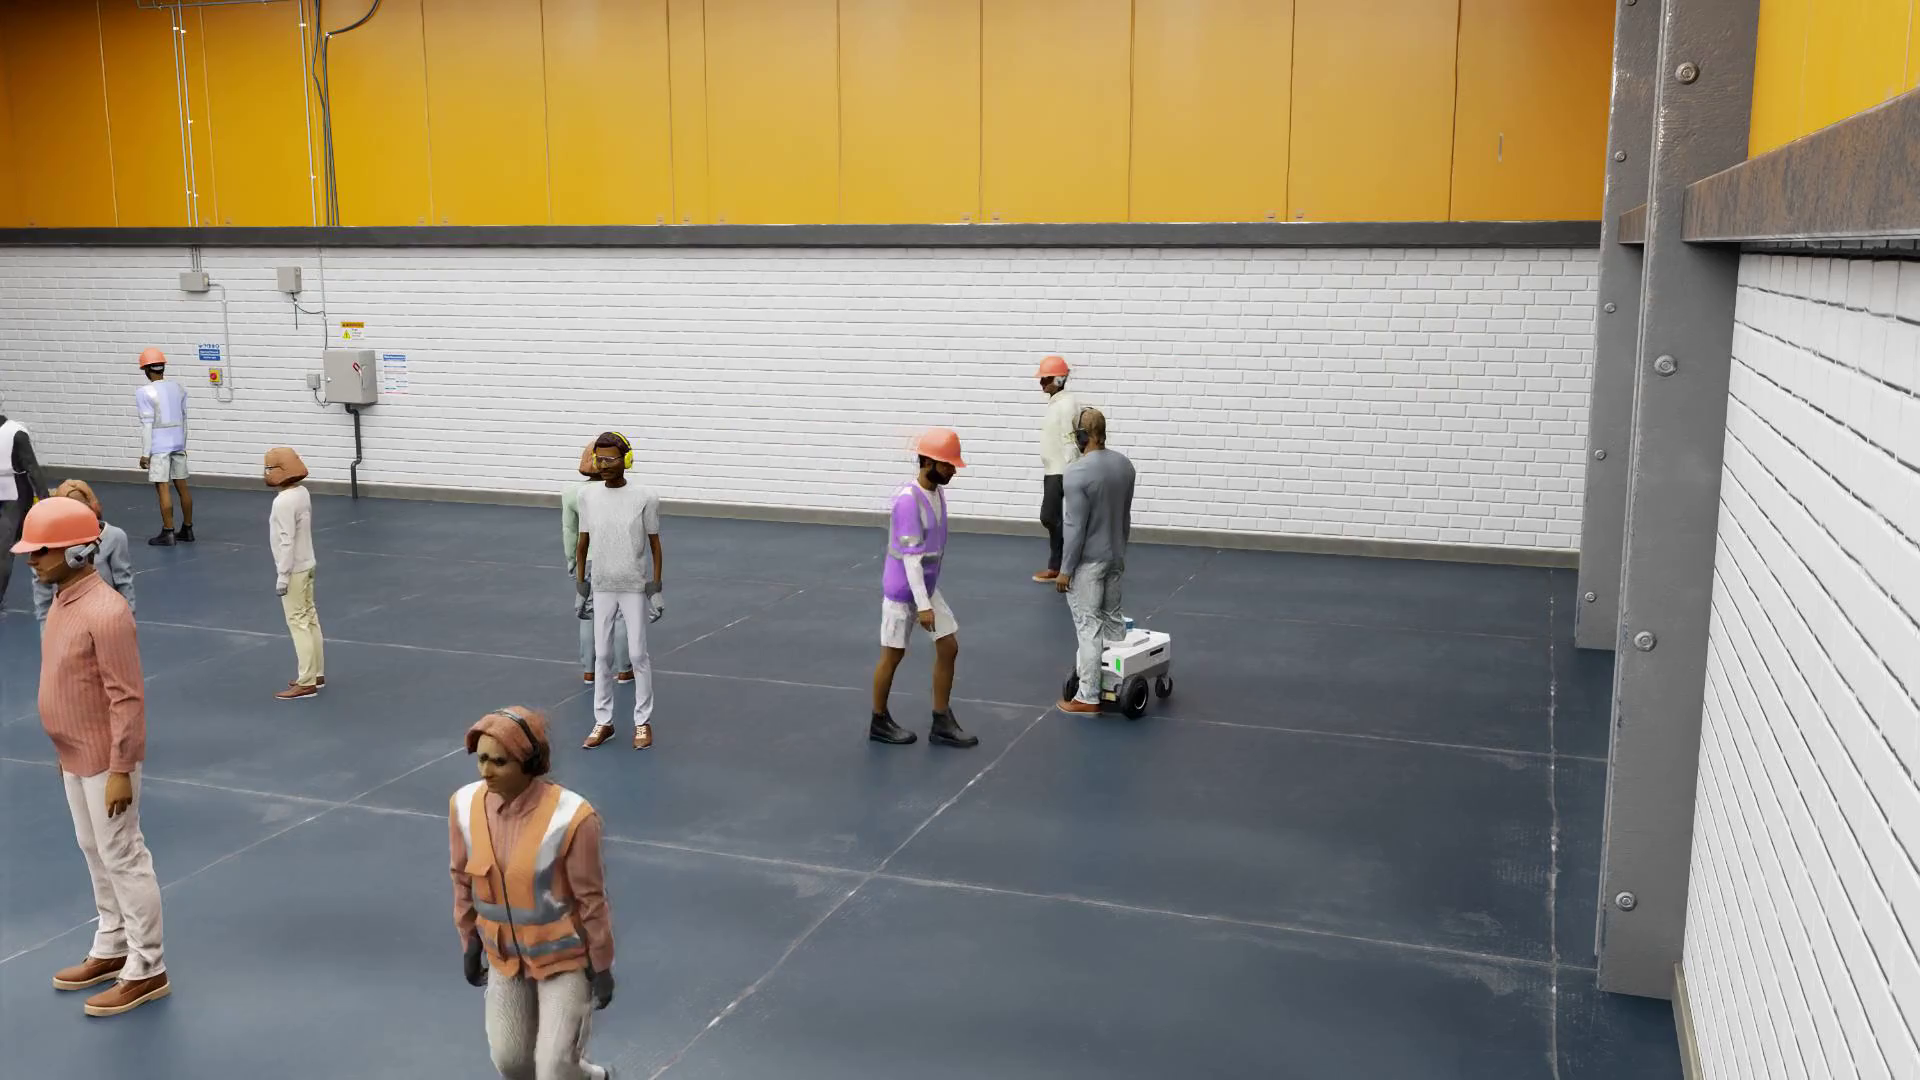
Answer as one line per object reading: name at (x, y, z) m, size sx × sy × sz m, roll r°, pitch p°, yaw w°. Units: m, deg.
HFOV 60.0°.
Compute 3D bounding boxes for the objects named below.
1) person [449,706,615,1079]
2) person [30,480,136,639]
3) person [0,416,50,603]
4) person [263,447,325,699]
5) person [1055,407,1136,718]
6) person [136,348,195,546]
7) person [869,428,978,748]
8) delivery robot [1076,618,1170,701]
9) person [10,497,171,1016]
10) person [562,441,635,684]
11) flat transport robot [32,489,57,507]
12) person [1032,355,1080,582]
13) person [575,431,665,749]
person at (-1.238, 1.239, 5.063) m, size 0.529 × 1.612 × 0.593 m, roll 4°, pitch 11°, yaw 20°
person at (-4.918, 0.464, 9.379) m, size 0.504 × 1.629 × 0.279 m, roll -5°, pitch 11°, yaw -28°
person at (-7.473, -0.320, 13.181) m, size 0.622 × 1.867 × 1.055 m, roll 6°, pitch 12°, yaw 31°
person at (-4.325, 0.209, 10.789) m, size 0.268 × 1.631 × 0.509 m, roll -1°, pitch 10°, yaw -6°
person at (0.830, 0.140, 10.336) m, size 0.370 × 1.934 × 0.627 m, roll 9°, pitch 13°, yaw 41°
person at (-7.784, -0.903, 16.227) m, size 0.385 × 1.926 × 0.545 m, roll 4°, pitch 11°, yaw 24°
person at (-0.209, 0.294, 9.595) m, size 0.796 × 1.884 × 0.571 m, roll 5°, pitch 11°, yaw 28°
delivery robot at (1.045, 0.740, 10.574) m, size 0.477 × 0.478 × 0.707 m, roll 7°, pitch 12°, yaw 35°
person at (-3.326, 0.816, 6.360) m, size 0.622 × 1.990 × 0.402 m, roll 10°, pitch 14°, yaw 44°
person at (-2.389, 0.152, 11.106) m, size 0.498 × 1.634 × 0.280 m, roll 0°, pitch 10°, yaw 3°
flat transport robot at (-10.361, -0.434, 18.245) m, size 1.431 × 0.197 × 0.652 m, roll 1°, pitch 10°, yaw 6°
person at (0.843, -0.600, 14.364) m, size 0.451 × 1.979 × 0.624 m, roll -2°, pitch 10°, yaw -11°
person at (-1.979, 0.293, 9.658) m, size 0.535 × 1.868 × 0.309 m, roll 1°, pitch 10°, yaw 4°
